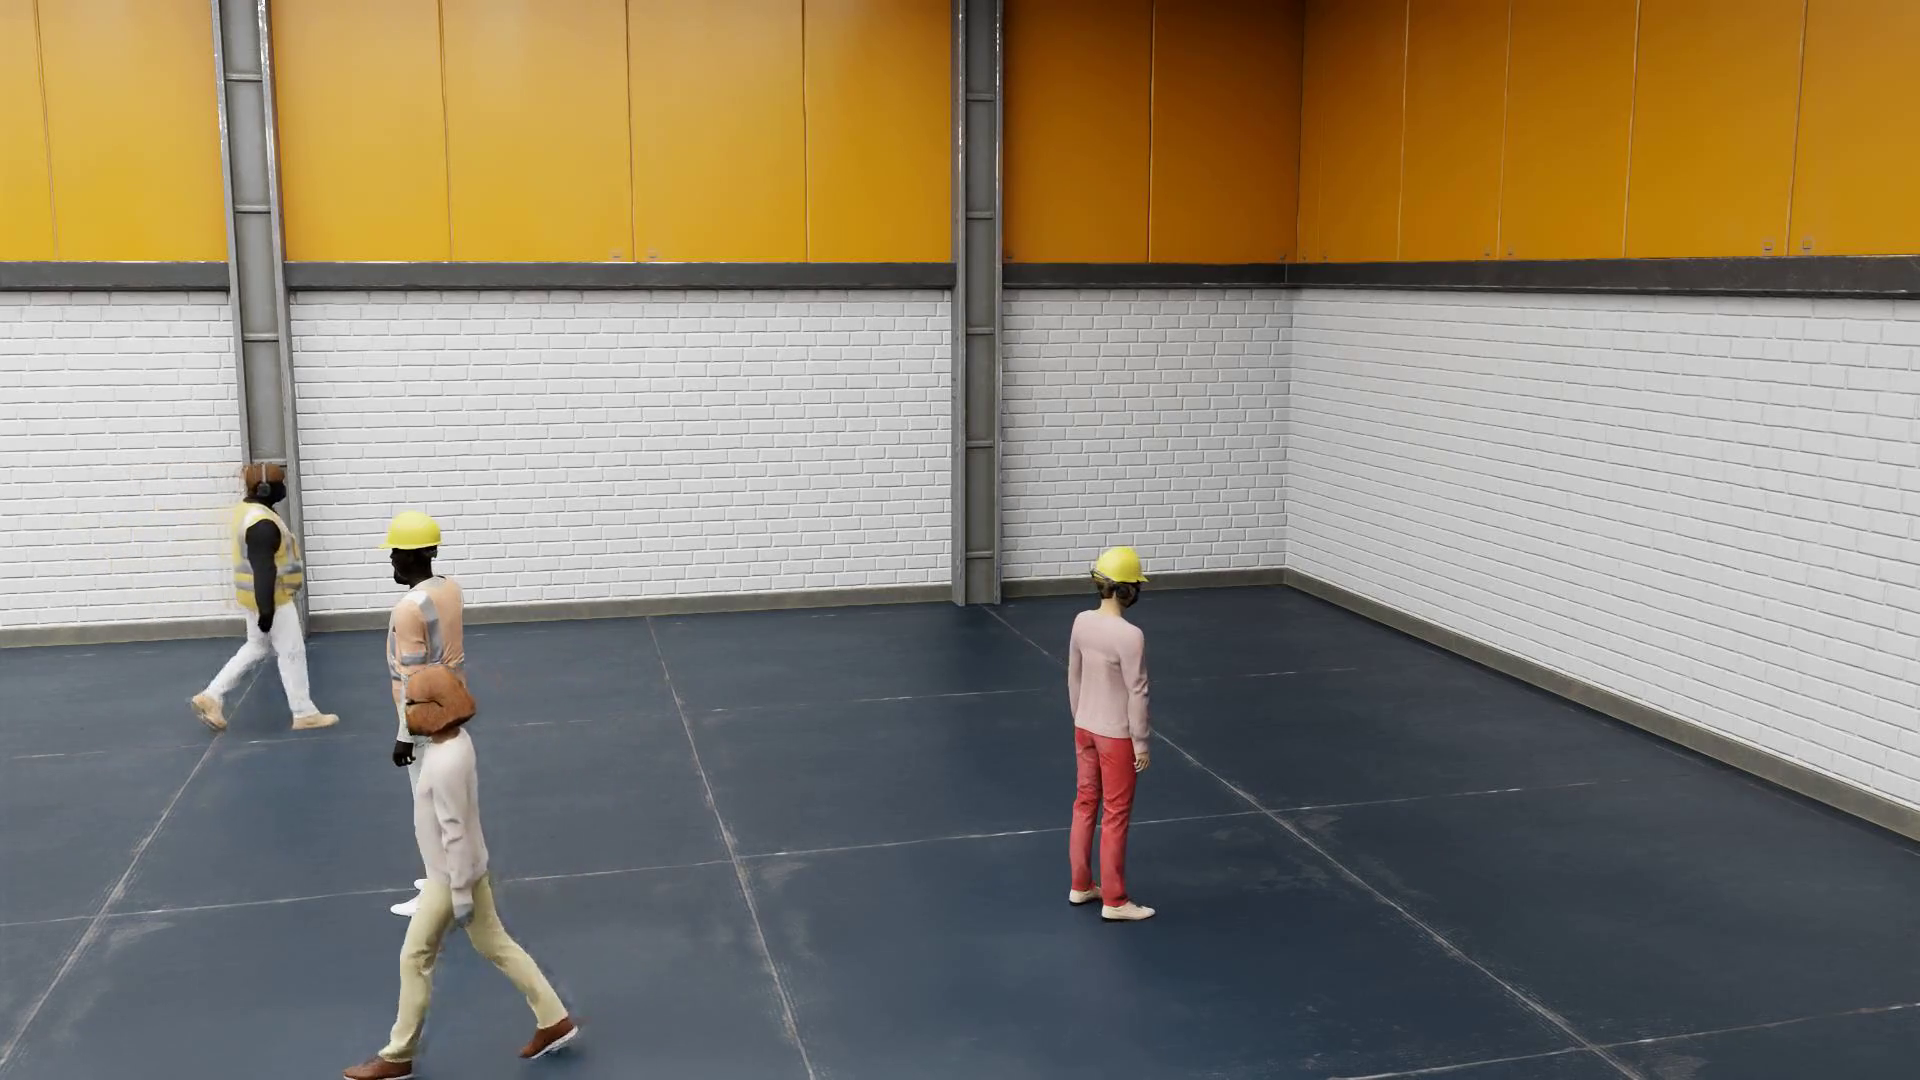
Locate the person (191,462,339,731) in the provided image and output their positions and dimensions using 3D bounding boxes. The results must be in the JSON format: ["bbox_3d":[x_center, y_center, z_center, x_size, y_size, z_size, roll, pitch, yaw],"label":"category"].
[{"bbox_3d":[-4.633,0.385,10.957,0.820,1.821,0.630,-6,11,-31],"label":"person"}]

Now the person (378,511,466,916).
[{"bbox_3d":[-2.538,0.817,7.895,0.370,1.927,0.588,0,9,2],"label":"person"}]

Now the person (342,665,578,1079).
[{"bbox_3d":[-1.877,1.242,6.270,0.844,1.594,0.519,-2,9,-10],"label":"person"}]

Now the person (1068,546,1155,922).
[{"bbox_3d":[0.725,0.905,7.856,0.330,1.765,0.533,-6,11,-31],"label":"person"}]
